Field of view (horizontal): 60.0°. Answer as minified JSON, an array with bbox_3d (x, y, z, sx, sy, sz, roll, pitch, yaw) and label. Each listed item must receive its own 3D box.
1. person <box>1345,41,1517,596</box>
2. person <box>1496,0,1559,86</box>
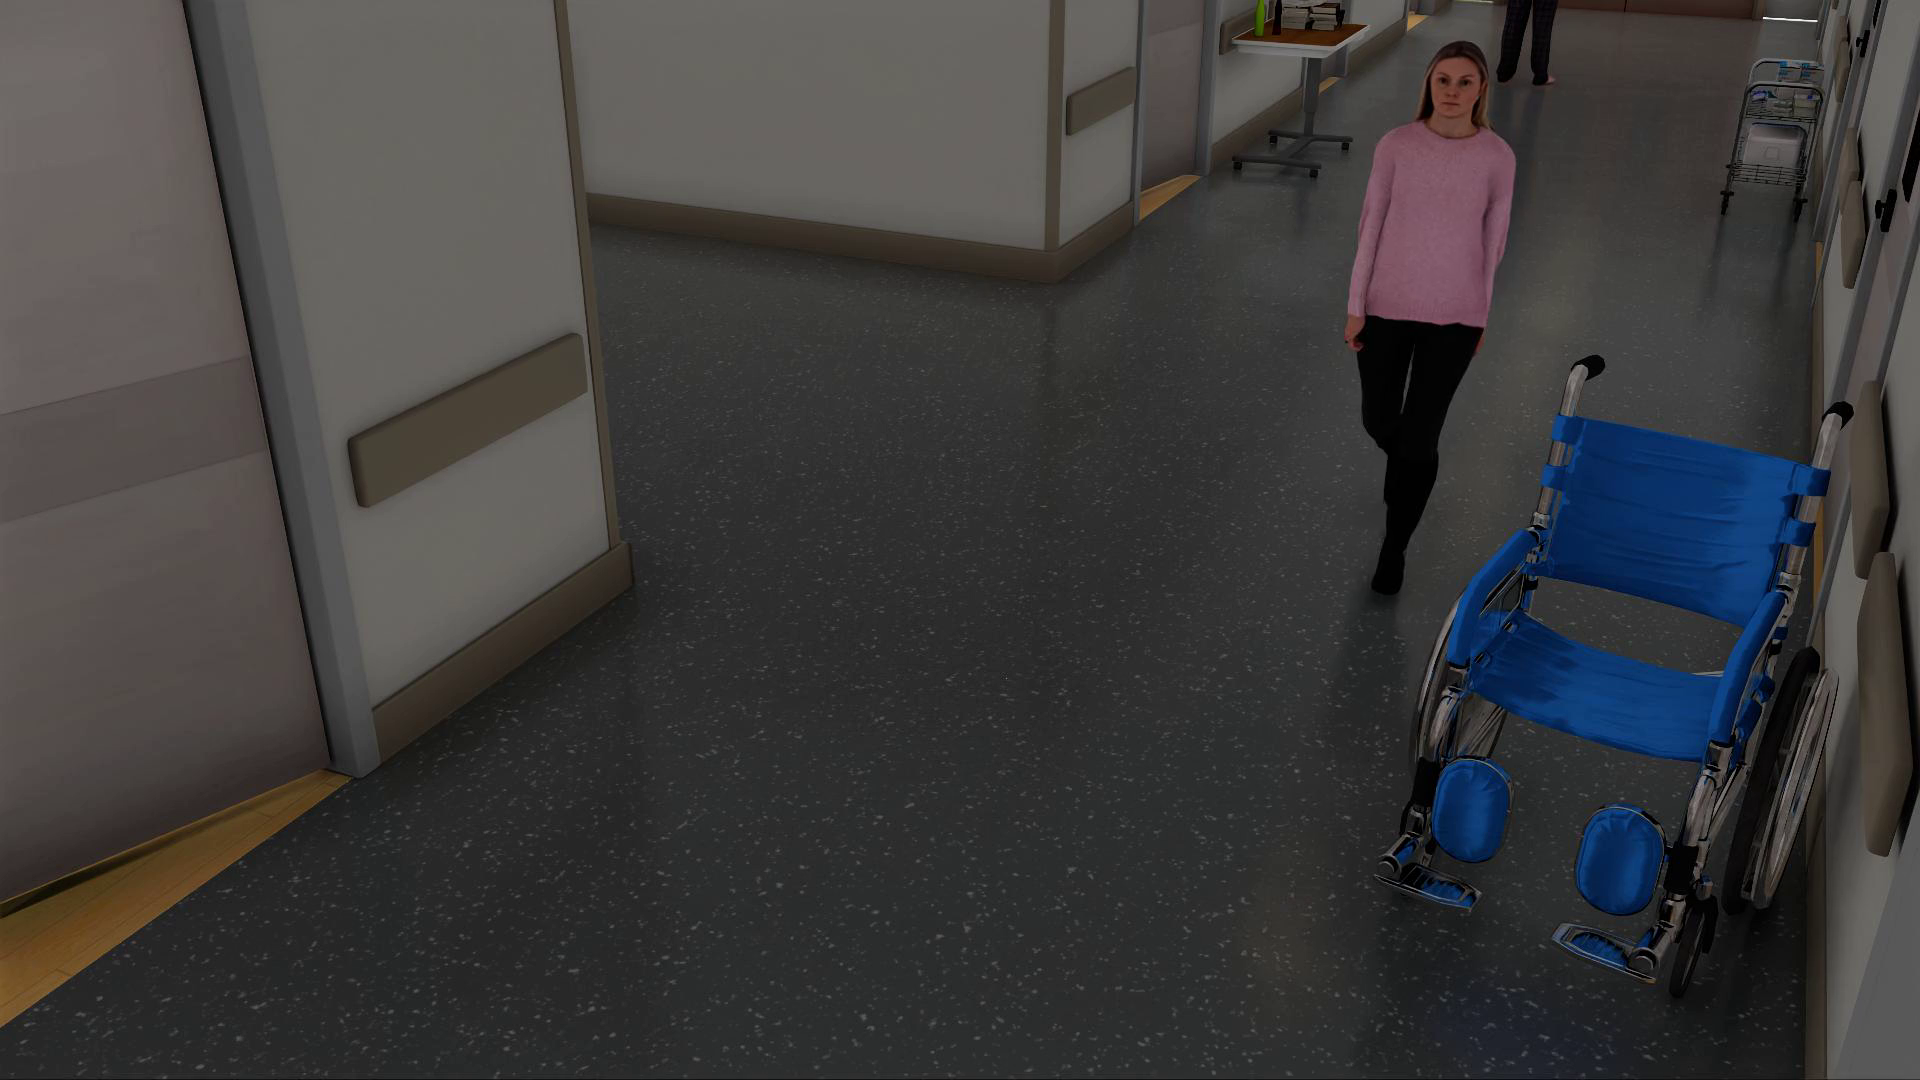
[{"bbox_3d":[1.462,-0.726,5.287,0.626,1.665,1.063,10,27,19],"label":"person"},{"bbox_3d":[4.482,-4.502,12.883,0.690,1.871,0.582,16,30,29],"label":"person"}]
